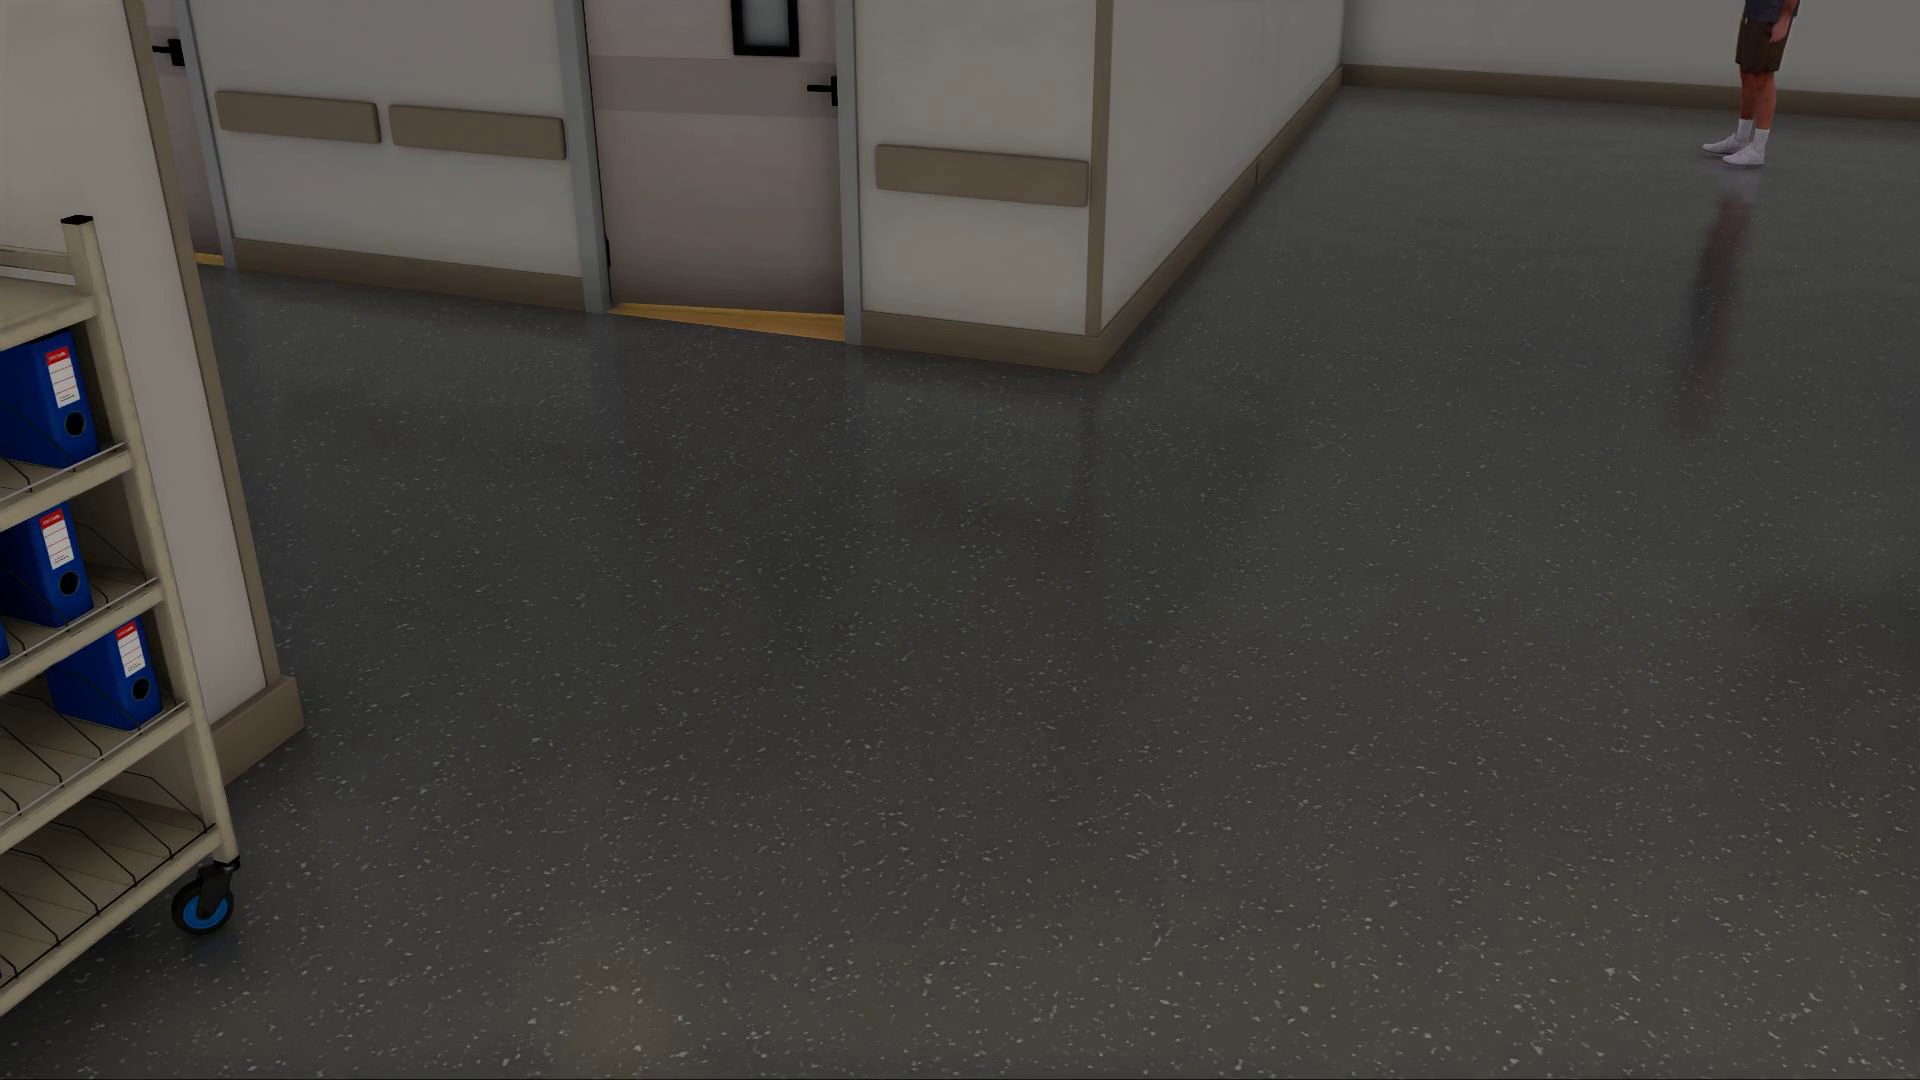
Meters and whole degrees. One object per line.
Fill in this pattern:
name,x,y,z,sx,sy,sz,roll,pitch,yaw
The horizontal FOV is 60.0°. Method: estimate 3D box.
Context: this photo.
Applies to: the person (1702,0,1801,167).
person,4.967,-3.252,10.201,0.771,1.845,0.604,0,26,1
